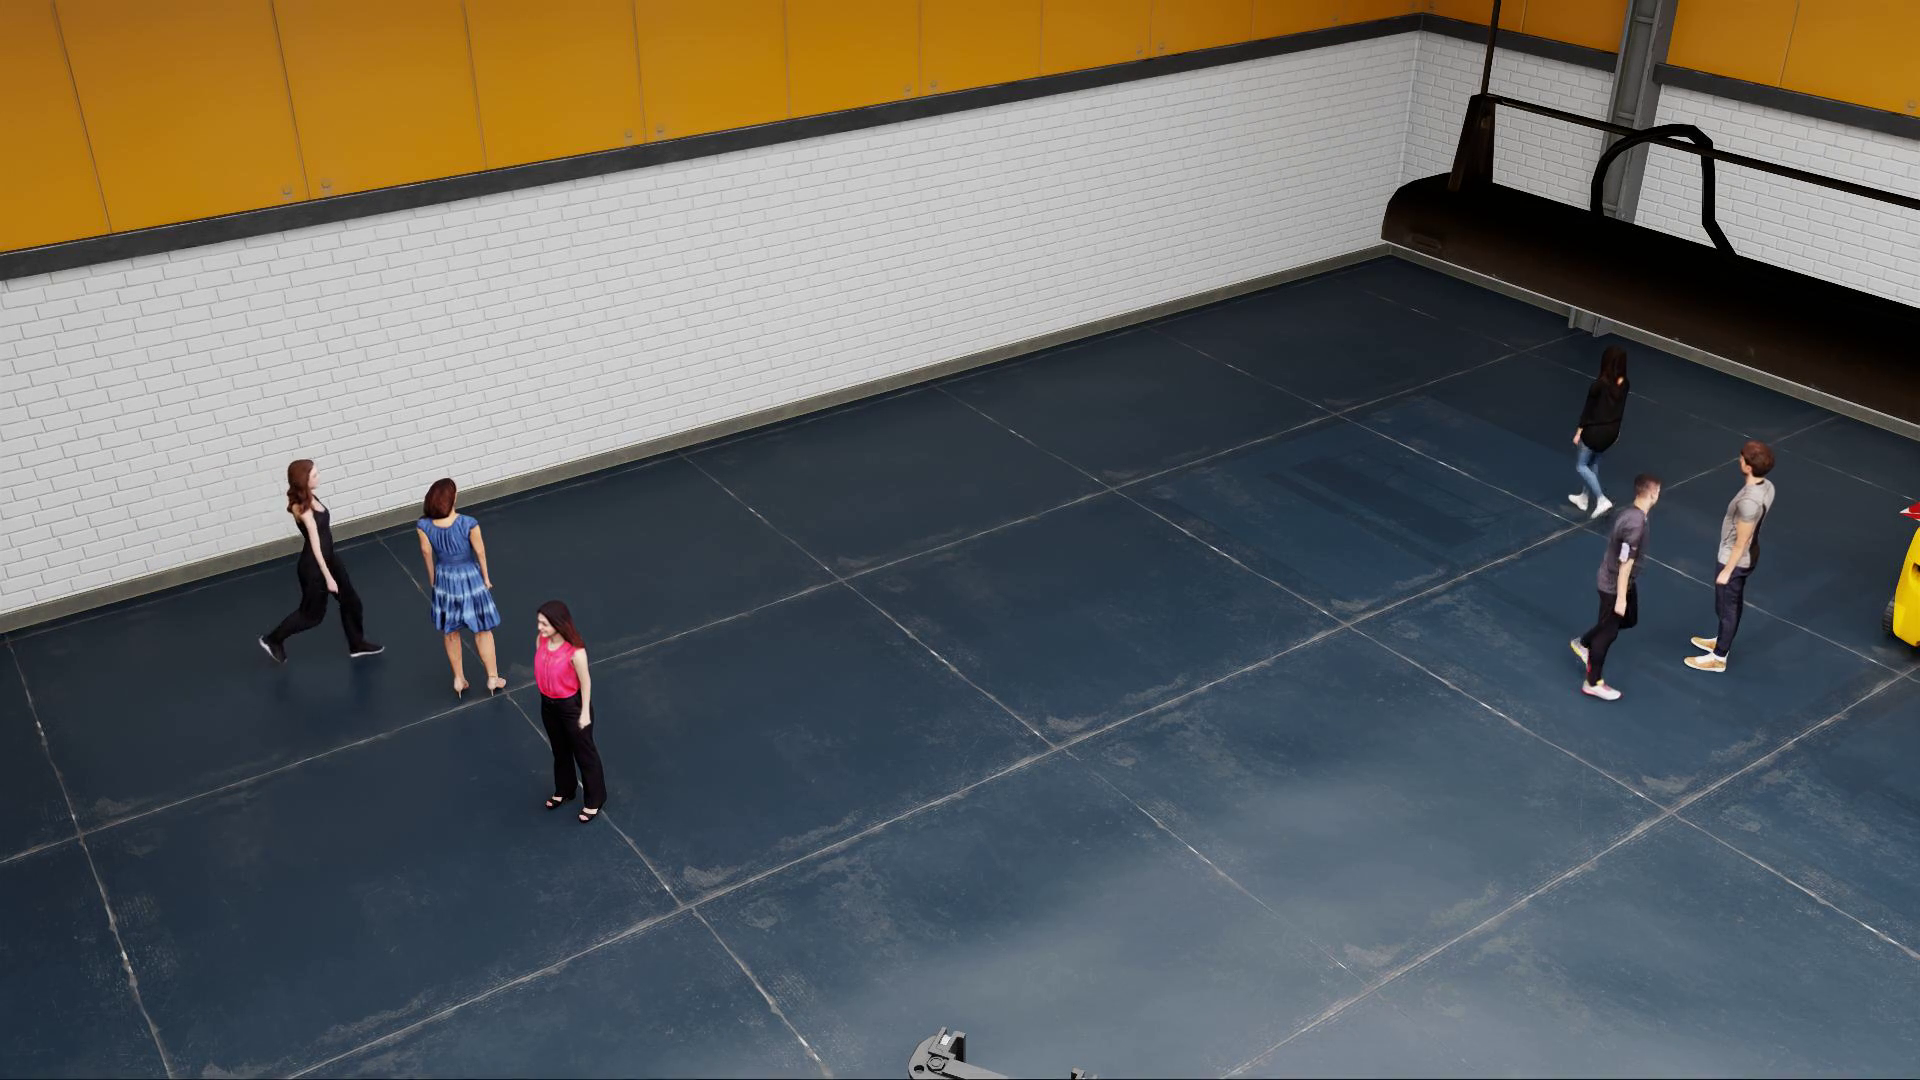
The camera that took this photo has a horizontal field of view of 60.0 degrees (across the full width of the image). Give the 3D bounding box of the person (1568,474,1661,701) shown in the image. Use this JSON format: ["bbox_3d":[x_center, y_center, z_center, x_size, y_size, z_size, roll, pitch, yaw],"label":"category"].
[{"bbox_3d":[4.898,0.316,12.460,0.865,1.734,0.830,25,38,38],"label":"person"}]

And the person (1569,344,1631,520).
[{"bbox_3d":[5.749,-0.938,14.865,0.713,1.633,0.927,-9,30,-16],"label":"person"}]

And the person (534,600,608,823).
[{"bbox_3d":[-2.622,1.126,11.053,0.575,1.660,0.711,17,33,28],"label":"person"}]

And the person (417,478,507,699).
[{"bbox_3d":[-3.690,0.364,12.297,0.756,1.808,0.772,0,29,0],"label":"person"}]

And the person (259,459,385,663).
[{"bbox_3d":[-4.989,0.212,12.669,0.949,1.718,1.124,-4,29,-7],"label":"person"}]

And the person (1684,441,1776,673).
[{"bbox_3d":[5.914,0.127,12.642,0.690,1.892,0.723,18,34,30],"label":"person"}]
